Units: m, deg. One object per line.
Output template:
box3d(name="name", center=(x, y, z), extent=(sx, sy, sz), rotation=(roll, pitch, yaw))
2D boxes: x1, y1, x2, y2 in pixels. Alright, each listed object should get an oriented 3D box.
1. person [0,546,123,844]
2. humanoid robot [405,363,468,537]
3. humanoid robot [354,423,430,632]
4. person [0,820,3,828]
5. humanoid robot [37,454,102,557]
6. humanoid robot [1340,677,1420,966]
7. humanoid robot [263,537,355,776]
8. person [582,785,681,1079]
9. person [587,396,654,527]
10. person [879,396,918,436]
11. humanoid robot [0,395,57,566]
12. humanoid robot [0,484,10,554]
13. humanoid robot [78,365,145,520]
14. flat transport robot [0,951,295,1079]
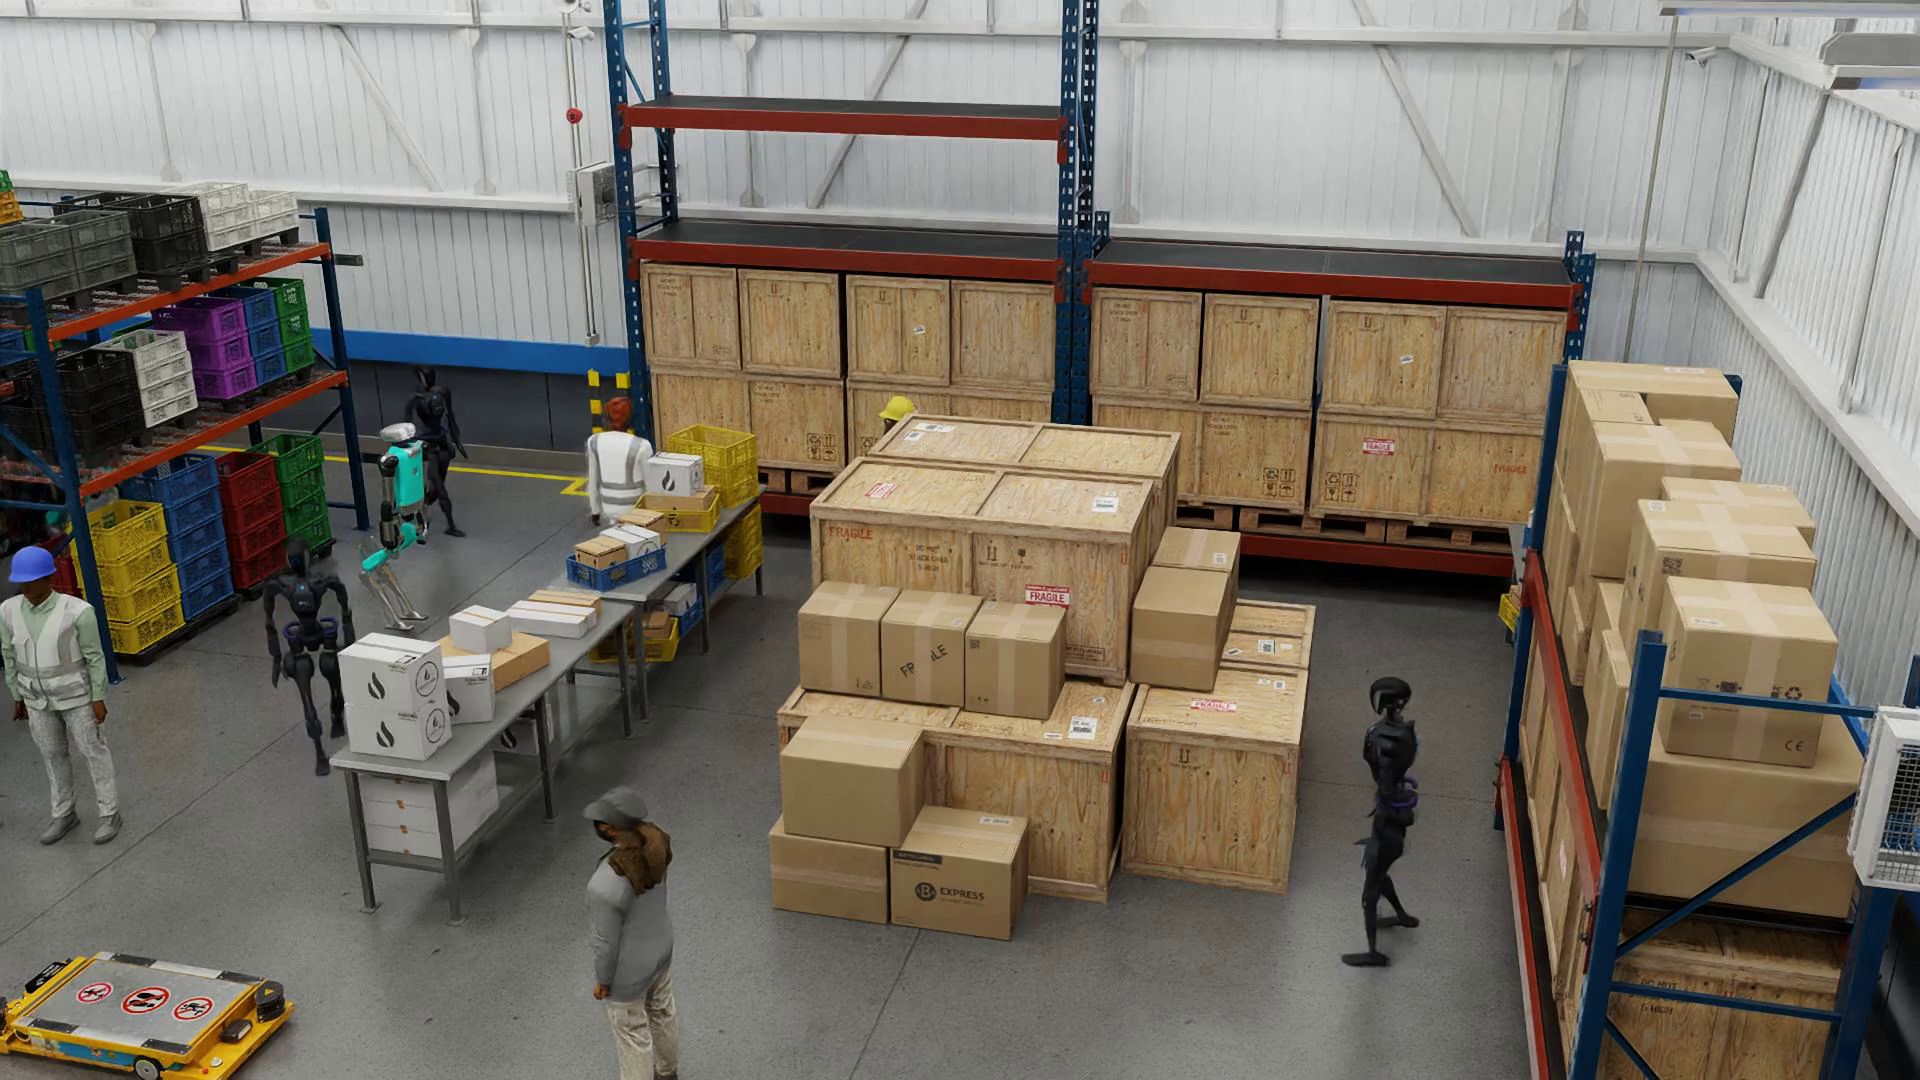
box3d(name="person", center=(-5.528, 0.948, 10.211), extent=(0.604, 1.950, 0.381), rotation=(0, 21, 1))
box3d(name="humanoid robot", center=(-4.894, -0.854, 15.398), extent=(0.761, 1.650, 0.609), rotation=(12, 24, 29))
box3d(name="humanoid robot", center=(-4.537, -0.121, 13.165), extent=(0.732, 1.693, 0.531), rotation=(7, 22, 17))
box3d(name="person", center=(-6.297, 0.927, 10.157), extent=(0.603, 2.037, 0.397), rotation=(6, 22, 15))
box3d(name="humanoid robot", center=(-7.653, -0.427, 14.140), extent=(0.793, 1.796, 0.551), rotation=(6, 22, 15))
box3d(name="humanoid robot", center=(2.367, 1.517, 9.105), extent=(0.418, 1.638, 0.608), rotation=(7, 22, 18))
box3d(name="humanoid robot", center=(-4.369, 0.725, 11.249), extent=(0.584, 1.647, 0.739), rotation=(-7, 22, -18))
box3d(name="person", center=(-1.526, 1.954, 7.834), extent=(0.395, 1.767, 0.564), rotation=(7, 22, 19))
box3d(name="person", center=(-2.653, -0.287, 13.557), extent=(0.590, 1.858, 0.725), rotation=(8, 22, 21))
box3d(name="person", center=(-0.489, -0.292, 13.612), extent=(0.404, 1.837, 0.592), rotation=(5, 21, 12))
box3d(name="humanoid robot", center=(-7.948, -0.441, 14.226), extent=(0.393, 1.640, 0.608), rotation=(-1, 21, -3))
box3d(name="humanoid robot", center=(-7.819, 0.052, 13.017), extent=(0.543, 1.894, 0.763), rotation=(7, 22, 18))
box3d(name="humanoid robot", center=(-7.640, -0.757, 14.958), extent=(0.556, 1.785, 0.664), rotation=(4, 21, 9))
box3d(name="flat transport robot", center=(-4.270, 2.464, 8.601), extent=(1.431, 0.231, 0.659), rotation=(5, 22, 13))
